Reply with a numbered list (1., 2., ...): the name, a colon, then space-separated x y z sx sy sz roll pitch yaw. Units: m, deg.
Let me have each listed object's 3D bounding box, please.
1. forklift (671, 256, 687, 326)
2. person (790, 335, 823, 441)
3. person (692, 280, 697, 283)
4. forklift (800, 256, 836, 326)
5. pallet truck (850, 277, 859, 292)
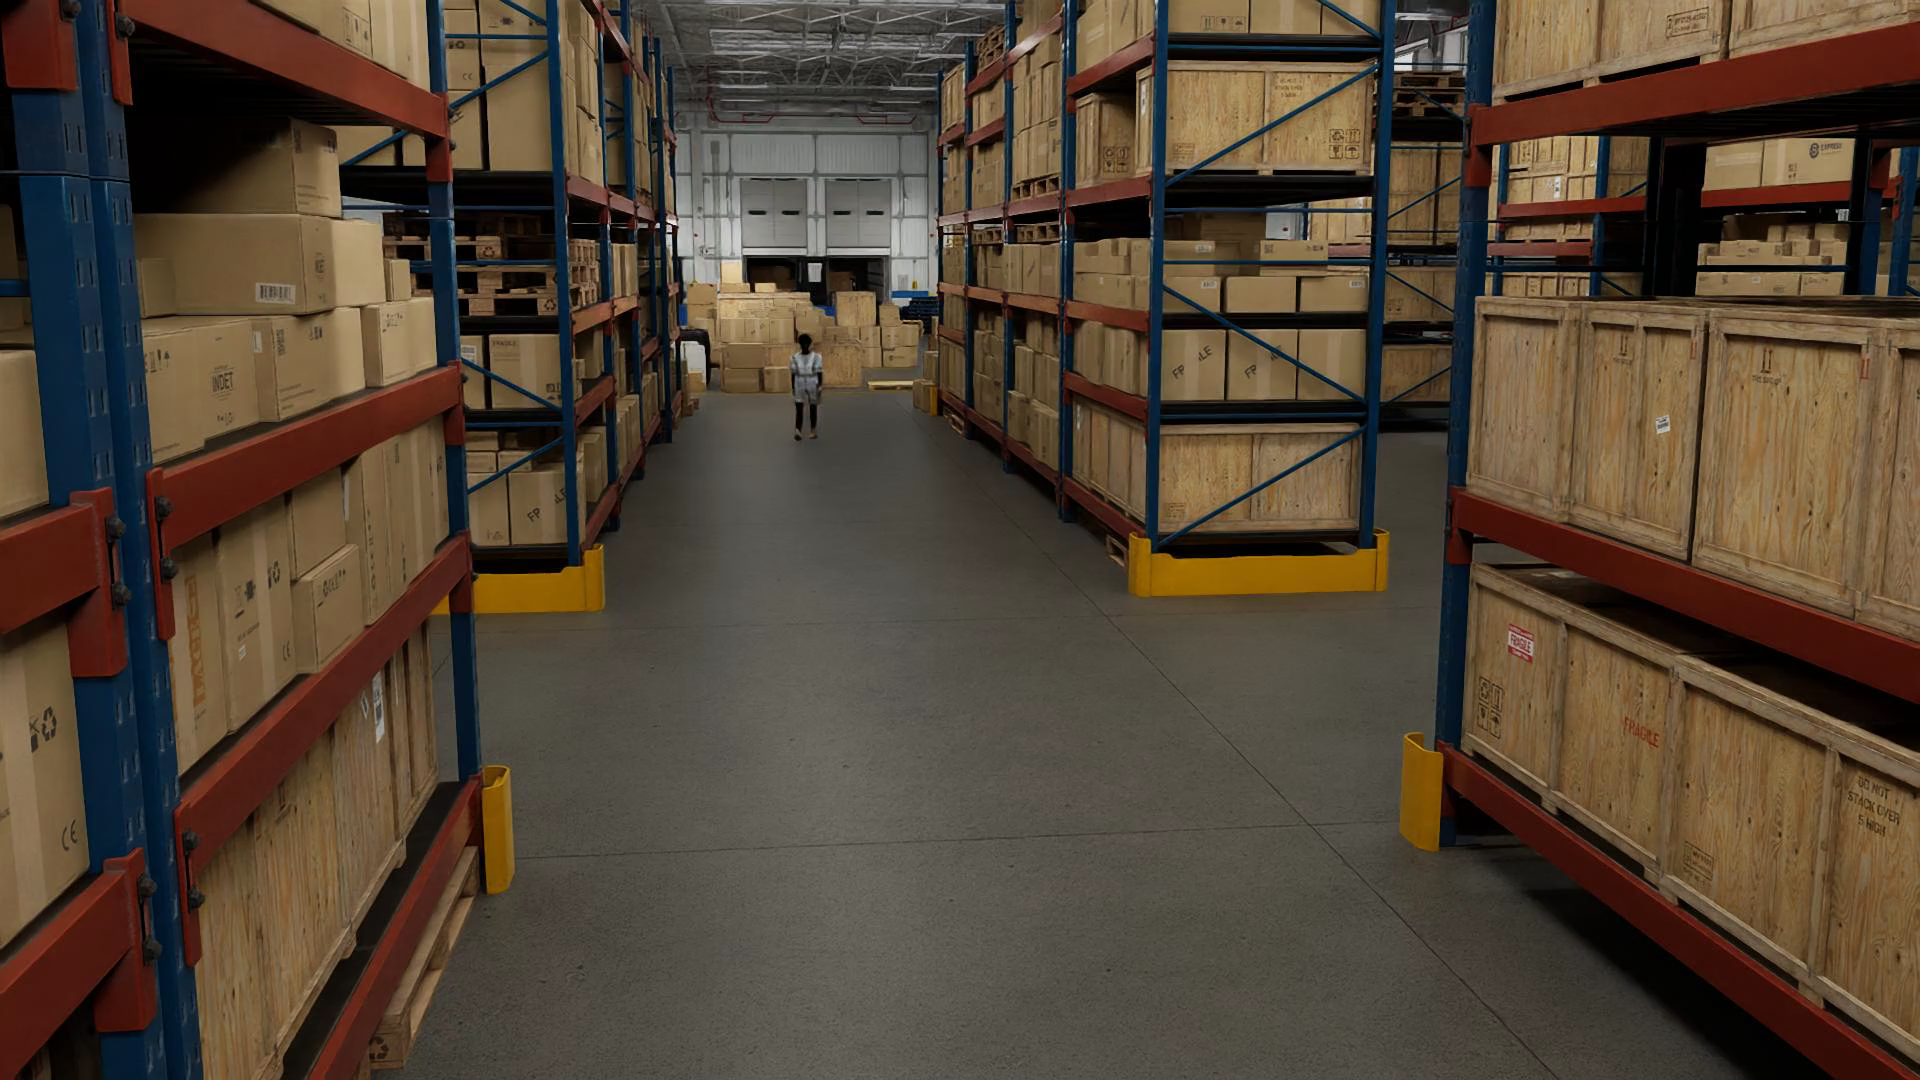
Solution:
1. forklift: -10.432 -8.868 60.195 1.873 2.768 1.129 9 13 43
2. person: -2.396 -2.373 25.947 0.533 1.644 0.875 0 10 1
3. person: -10.009 -8.858 62.908 0.585 1.927 0.366 -1 10 -6
4. forklift: -5.119 -8.590 58.575 1.129 2.768 1.873 -6 12 -33
5. pallet truck: -3.782 -9.391 65.808 1.885 1.965 0.823 2 10 10
